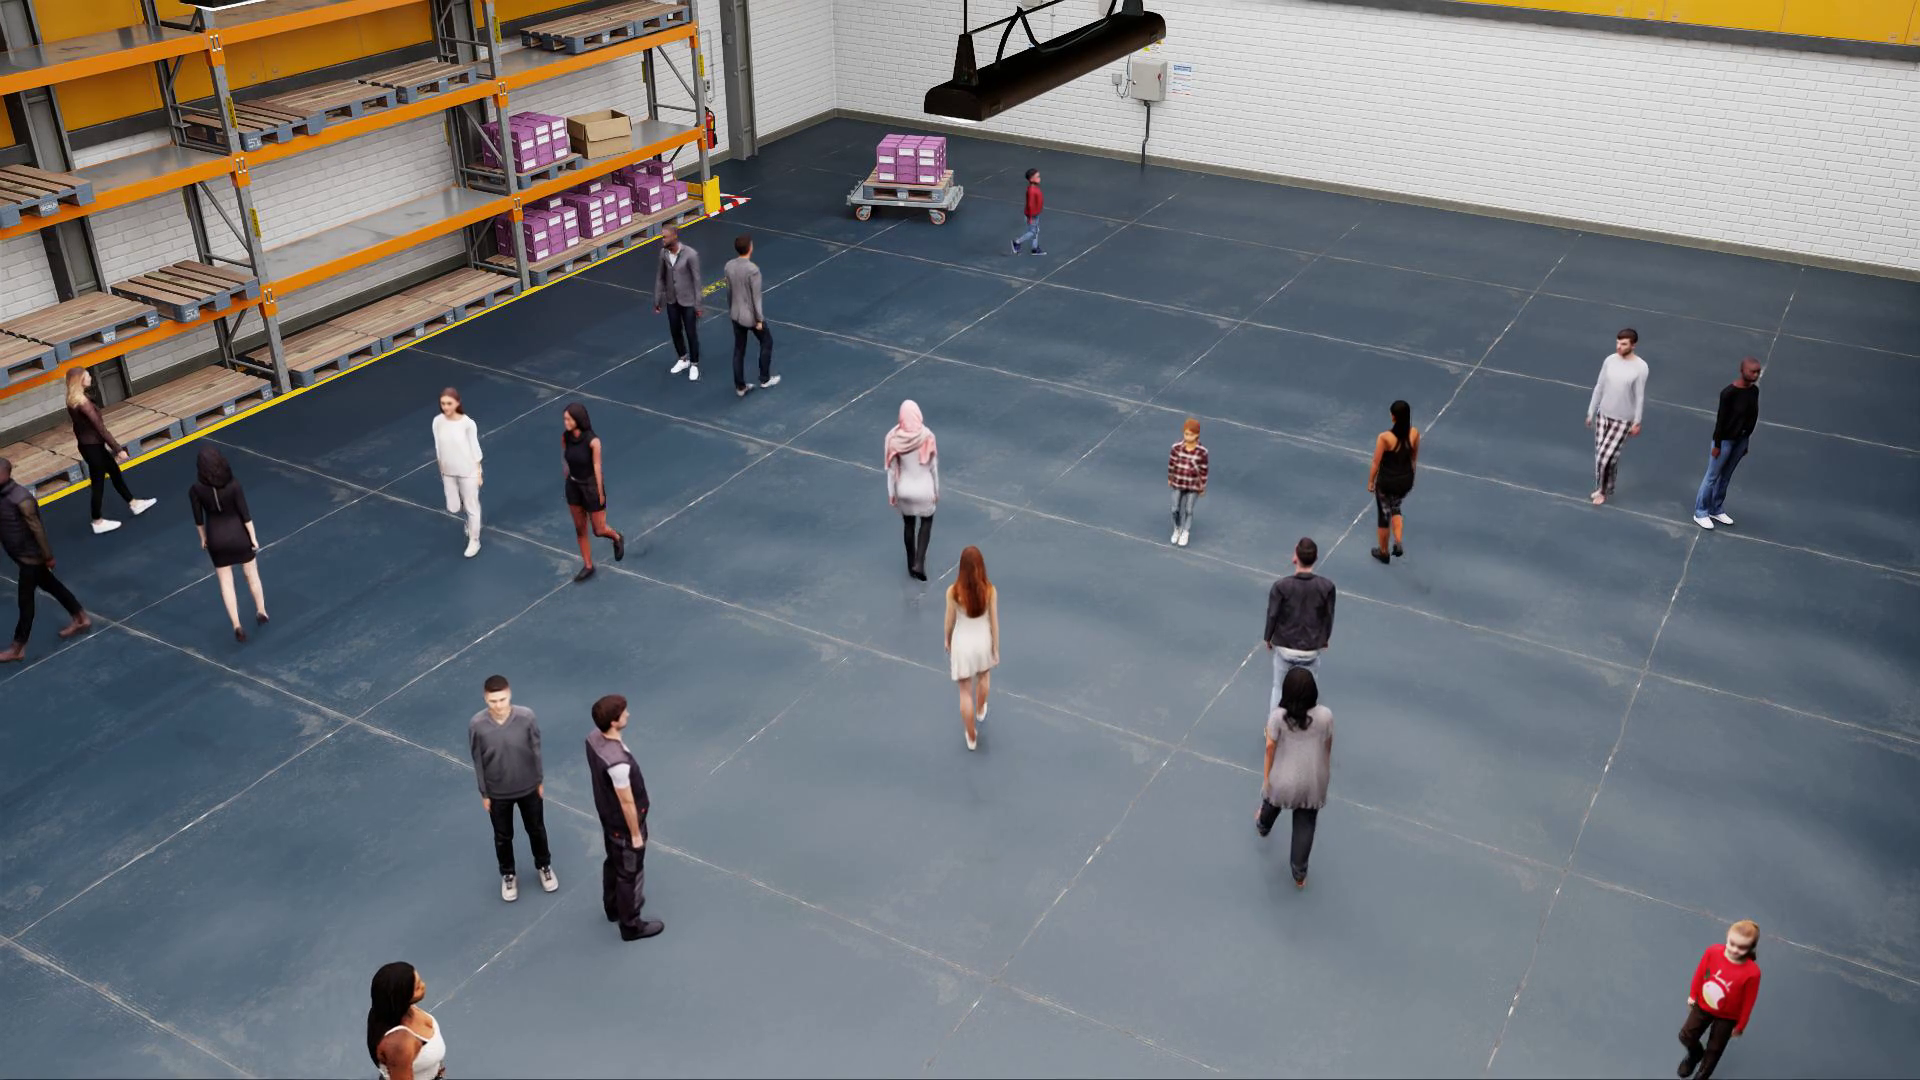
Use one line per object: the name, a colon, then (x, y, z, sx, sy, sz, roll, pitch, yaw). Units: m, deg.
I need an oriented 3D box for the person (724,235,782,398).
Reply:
person: (-2.456, -2.502, 18.844, 0.713, 1.849, 0.813, 16, 33, 27)

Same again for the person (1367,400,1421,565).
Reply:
person: (4.058, -0.510, 15.397, 0.746, 1.652, 0.807, -7, 29, -13)

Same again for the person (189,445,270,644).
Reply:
person: (-6.251, 0.055, 14.206, 0.793, 1.801, 0.853, -8, 30, -14)

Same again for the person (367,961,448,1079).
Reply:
person: (-3.002, 2.999, 8.830, 1.111, 1.781, 0.987, -13, 31, -22)

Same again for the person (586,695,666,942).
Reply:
person: (-2.248, 1.814, 10.933, 0.743, 1.846, 0.739, -16, 32, -26)

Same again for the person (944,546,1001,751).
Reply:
person: (0.099, 0.871, 12.822, 0.840, 1.693, 0.967, -1, 29, -1)

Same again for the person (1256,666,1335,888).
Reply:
person: (2.339, 1.669, 11.497, 0.924, 1.562, 1.115, 1, 29, 3)

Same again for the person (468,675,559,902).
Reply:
person: (-3.041, 1.662, 11.304, 0.661, 1.759, 0.739, -10, 30, -17)

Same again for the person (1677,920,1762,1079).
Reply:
person: (4.505, 2.737, 9.835, 0.556, 1.278, 0.597, 24, 37, 37)

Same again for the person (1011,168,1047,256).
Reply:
person: (0.958, -4.577, 23.278, 0.694, 1.245, 0.718, 5, 29, 8)

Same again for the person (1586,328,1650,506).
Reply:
person: (6.576, -1.250, 16.569, 0.836, 1.830, 0.783, -21, 35, -34)

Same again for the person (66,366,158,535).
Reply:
person: (-8.378, -0.831, 15.955, 0.977, 1.682, 0.801, -22, 36, -35)

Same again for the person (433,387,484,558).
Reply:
person: (-4.682, -0.687, 15.692, 0.773, 1.680, 0.881, 3, 29, 5)

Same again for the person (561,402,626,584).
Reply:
person: (-3.372, -0.461, 15.227, 0.616, 1.728, 0.832, 14, 31, 23)

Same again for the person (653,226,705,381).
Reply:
person: (-3.222, -2.781, 19.400, 0.785, 1.807, 0.655, 6, 29, 11)

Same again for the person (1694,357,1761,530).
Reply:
person: (7.462, -0.967, 16.134, 0.652, 1.750, 0.739, -12, 31, -20)

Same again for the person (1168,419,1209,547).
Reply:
person: (2.182, -0.579, 15.892, 0.584, 1.299, 0.575, 9, 30, 16)

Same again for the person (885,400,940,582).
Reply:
person: (-0.410, -0.393, 15.040, 0.856, 1.789, 0.976, 1, 29, 2)

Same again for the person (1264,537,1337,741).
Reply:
person: (2.590, 0.822, 12.767, 0.748, 1.832, 0.742, 1, 29, 2)

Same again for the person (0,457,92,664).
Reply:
person: (-7.837, 0.096, 14.144, 0.803, 1.789, 1.170, 21, 35, 33)
